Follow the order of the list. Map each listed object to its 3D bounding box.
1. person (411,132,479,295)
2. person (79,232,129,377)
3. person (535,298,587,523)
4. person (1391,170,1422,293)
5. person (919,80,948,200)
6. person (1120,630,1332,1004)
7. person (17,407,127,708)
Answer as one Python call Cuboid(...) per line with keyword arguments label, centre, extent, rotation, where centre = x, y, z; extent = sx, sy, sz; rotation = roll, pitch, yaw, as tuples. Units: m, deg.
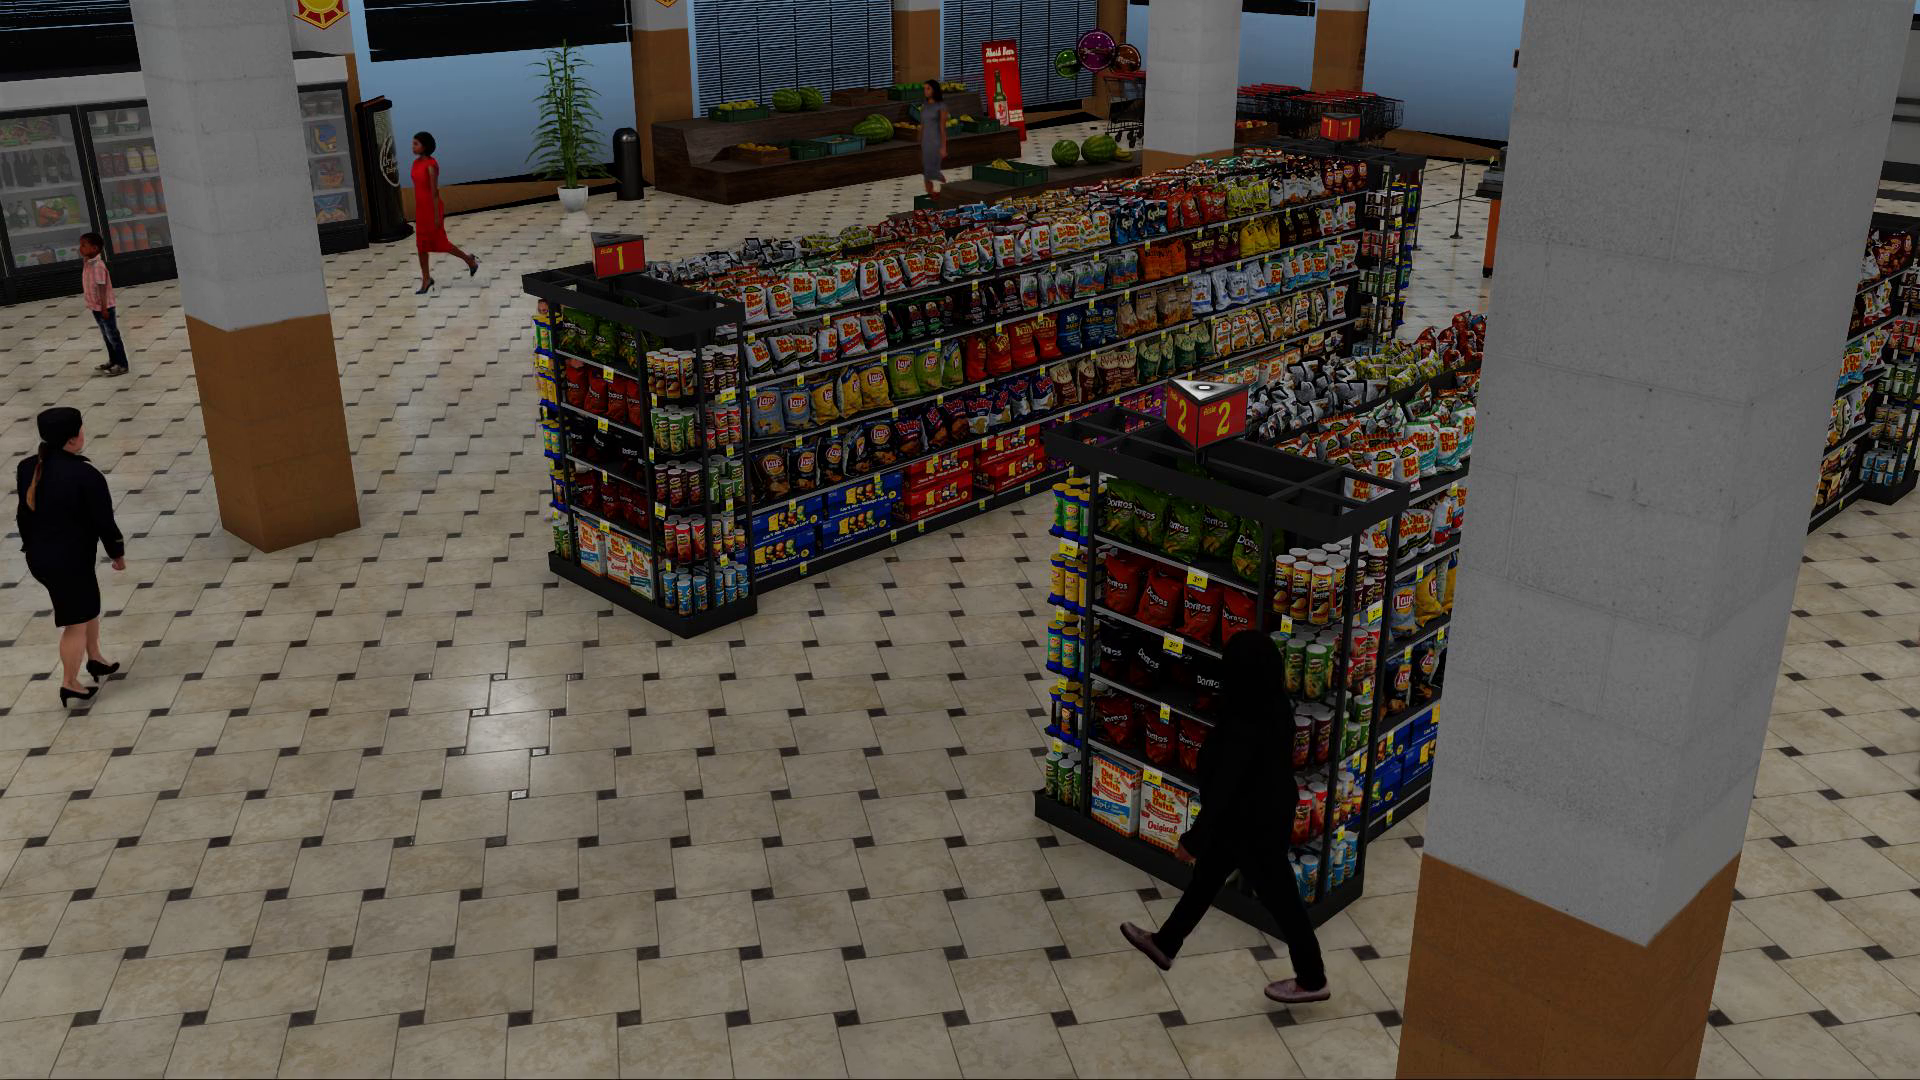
Cuboid(label="person", centre=(-5.701, -3.564, 18.162), extent=(0.578, 1.721, 1.001), rotation=(20, 29, 40))
Cuboid(label="person", centre=(-7.859, -2.173, 15.256), extent=(0.501, 1.306, 0.503), rotation=(-17, 28, -36))
Cuboid(label="person", centre=(-2.769, -0.959, 11.825), extent=(0.719, 1.613, 0.988), rotation=(13, 25, 29))
Cuboid(label="person", centre=(4.852, -3.471, 18.249), extent=(0.521, 1.483, 0.676), rotation=(-12, 25, -28))
Cuboid(label="person", centre=(-0.302, -5.252, 22.303), extent=(0.641, 1.767, 0.774), rotation=(17, 27, 35))
Cuboid(label="person", centre=(1.250, 1.170, 6.608), extent=(1.082, 1.552, 1.166), rotation=(5, 22, 13))
Cuboid(label="person", centre=(-4.913, 0.139, 9.053), extent=(0.856, 1.641, 0.899), rotation=(7, 23, 17))
